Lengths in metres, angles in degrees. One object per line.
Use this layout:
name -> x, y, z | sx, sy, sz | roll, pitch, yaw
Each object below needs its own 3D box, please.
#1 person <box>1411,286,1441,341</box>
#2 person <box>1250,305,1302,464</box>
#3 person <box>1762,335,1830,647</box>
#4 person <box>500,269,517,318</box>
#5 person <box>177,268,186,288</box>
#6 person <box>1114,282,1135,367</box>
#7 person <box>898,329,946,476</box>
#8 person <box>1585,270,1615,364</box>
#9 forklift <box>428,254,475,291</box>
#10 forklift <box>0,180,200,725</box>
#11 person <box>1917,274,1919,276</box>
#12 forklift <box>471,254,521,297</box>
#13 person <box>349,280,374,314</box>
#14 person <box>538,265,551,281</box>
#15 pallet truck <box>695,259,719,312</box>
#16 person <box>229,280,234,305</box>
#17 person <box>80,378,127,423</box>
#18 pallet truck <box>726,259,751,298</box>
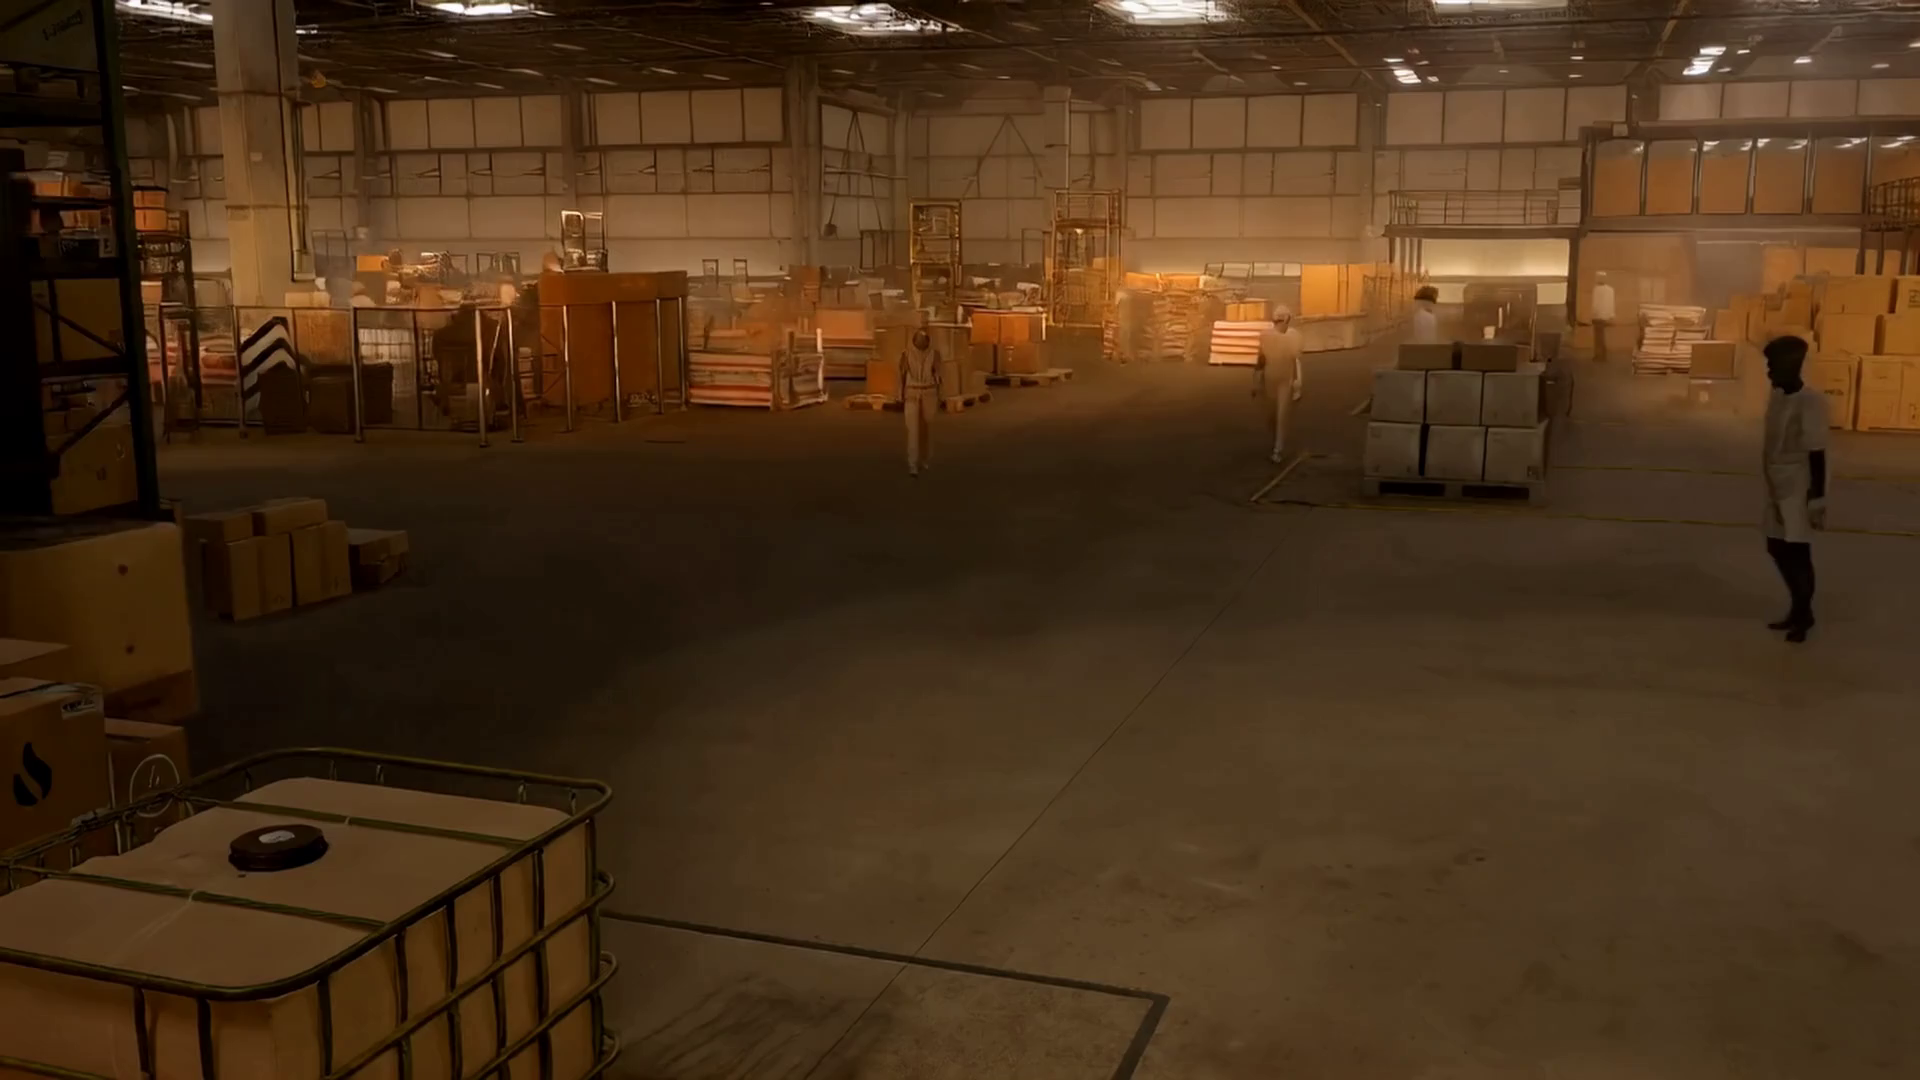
person -> 6.494, -2.603, 23.407 | 0.523, 1.927, 0.555 | 9, 13, 41
person -> 3.666, -1.803, 19.238 | 0.534, 1.816, 0.997 | 4, 11, 23
person -> 5.261, -0.304, 10.447 | 0.410, 1.944, 0.763 | 0, 10, 2
person -> -11.197, -5.773, 41.343 | 0.501, 1.909, 0.561 | 4, 11, 22
person -> -26.122, -8.277, 55.942 | 0.531, 1.737, 0.460 | 7, 12, 34
person -> 3.384, -4.421, 34.191 | 0.362, 1.731, 0.489 | 9, 13, 40
person -> -0.417, -1.531, 18.324 | 0.533, 1.588, 0.875 | 0, 10, -3
person -> 13.460, -4.694, 35.054 | 0.602, 1.973, 0.613 | -3, 10, -15
forklift -> -20.133, -10.254, 65.465 | 1.157, 1.987, 2.680 | 3, 11, 19
forklift -> -5.005, -0.399, 8.321 | 1.873, 2.768, 1.129 | 3, 11, 19
person -> 21.047, -4.927, 36.727 | 0.815, 1.845, 0.650 | -4, 11, -23
forklift -> -17.990, -10.121, 64.684 | 1.157, 1.987, 2.680 | 3, 11, 17
person -> -11.474, -4.066, 31.939 | 0.475, 1.821, 0.612 | 4, 11, 22
person -> -10.229, -5.812, 41.323 | 1.022, 1.978, 0.666 | -4, 11, -21
pallet truck -> -9.165, -9.627, 62.776 | 0.823, 1.965, 1.885 | 4, 11, 23
person -> -19.130, -6.293, 44.310 | 0.661, 1.883, 0.434 | -1, 10, -6
person -> -10.850, -2.071, 21.007 | 0.925, 1.709, 0.538 | 5, 11, 28
pallet truck -> -7.986, -9.493, 62.019 | 0.823, 1.965, 1.885 | 3, 11, 17
